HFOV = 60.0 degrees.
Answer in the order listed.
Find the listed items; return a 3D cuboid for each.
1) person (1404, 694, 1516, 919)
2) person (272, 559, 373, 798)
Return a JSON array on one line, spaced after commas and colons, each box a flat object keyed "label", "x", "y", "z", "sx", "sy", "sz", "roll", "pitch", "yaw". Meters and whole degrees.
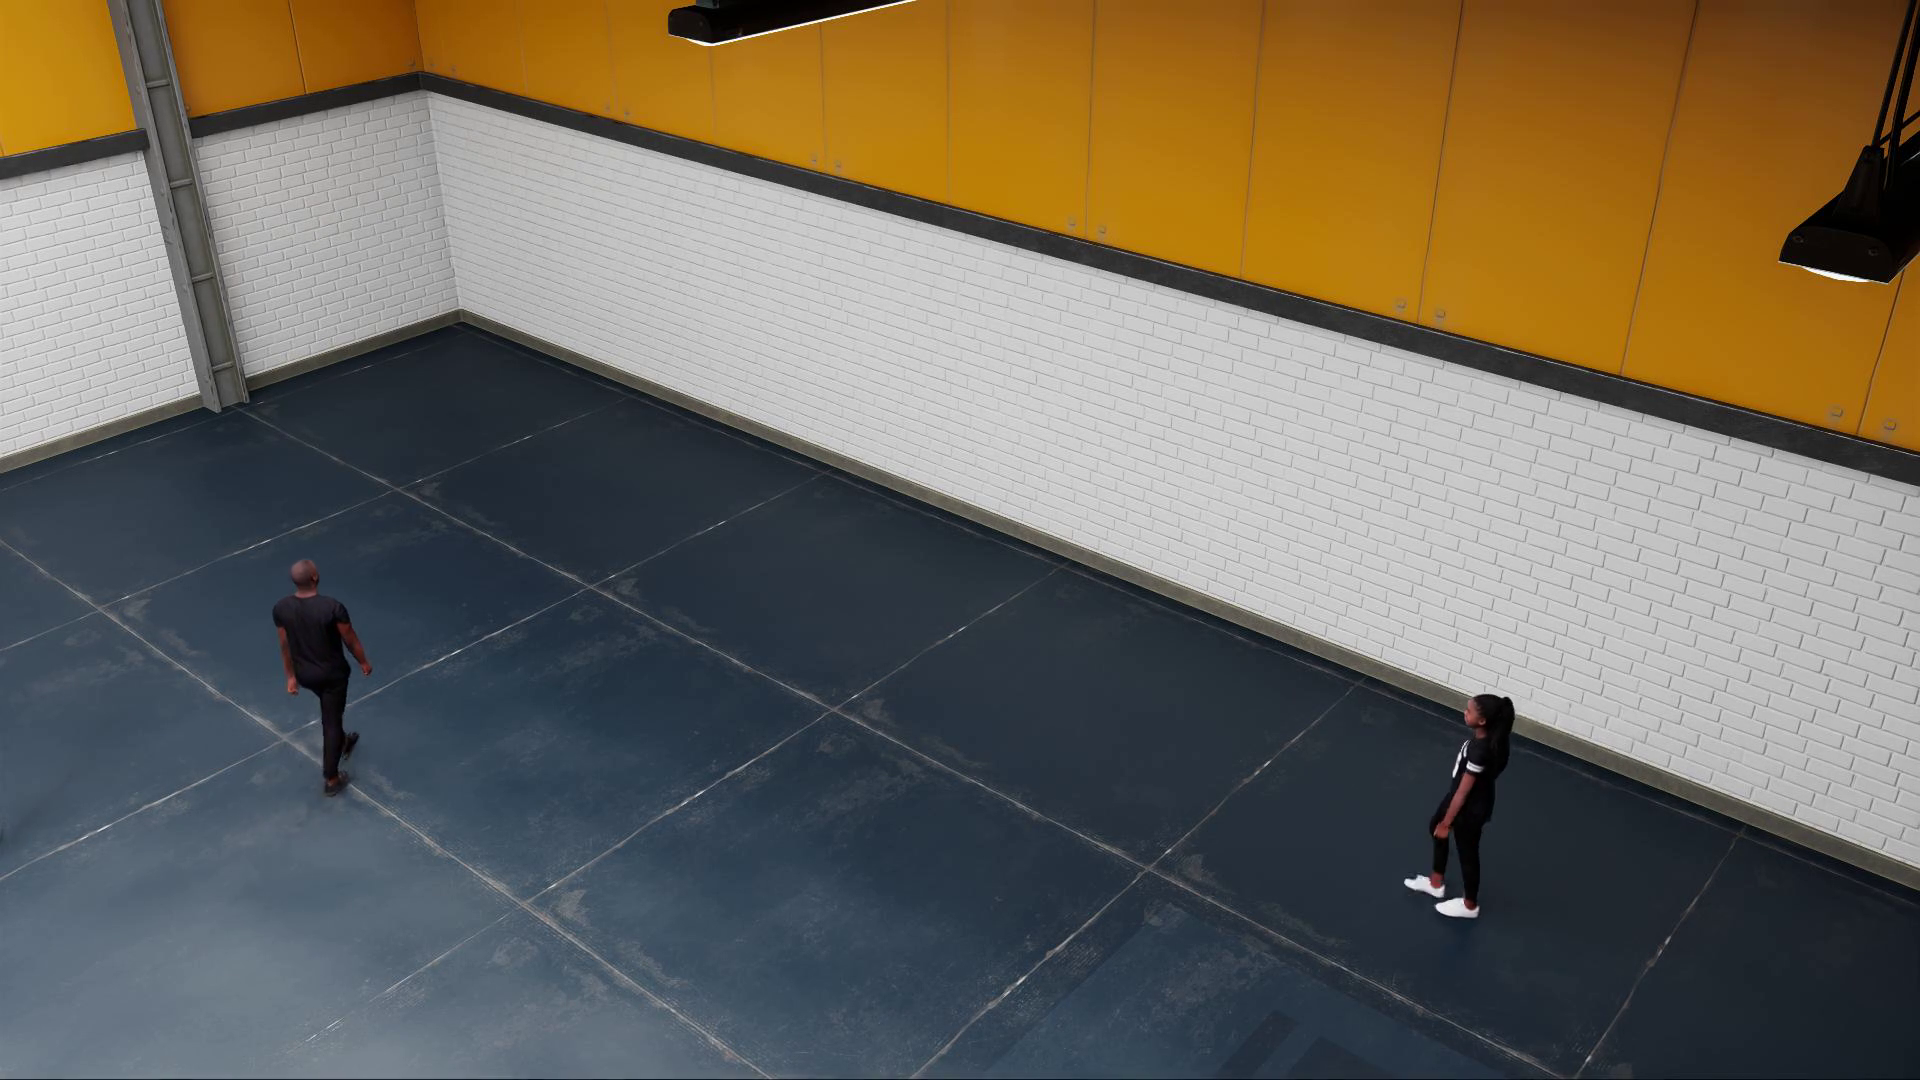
[{"label": "person", "x": 3.340, "y": 1.732, "z": 10.631, "sx": 0.823, "sy": 1.721, "sz": 0.778, "roll": 10, "pitch": 30, "yaw": 17}, {"label": "person", "x": -4.588, "y": 1.020, "z": 11.861, "sx": 0.945, "sy": 1.792, "sz": 1.076, "roll": 5, "pitch": 29, "yaw": 10}]
